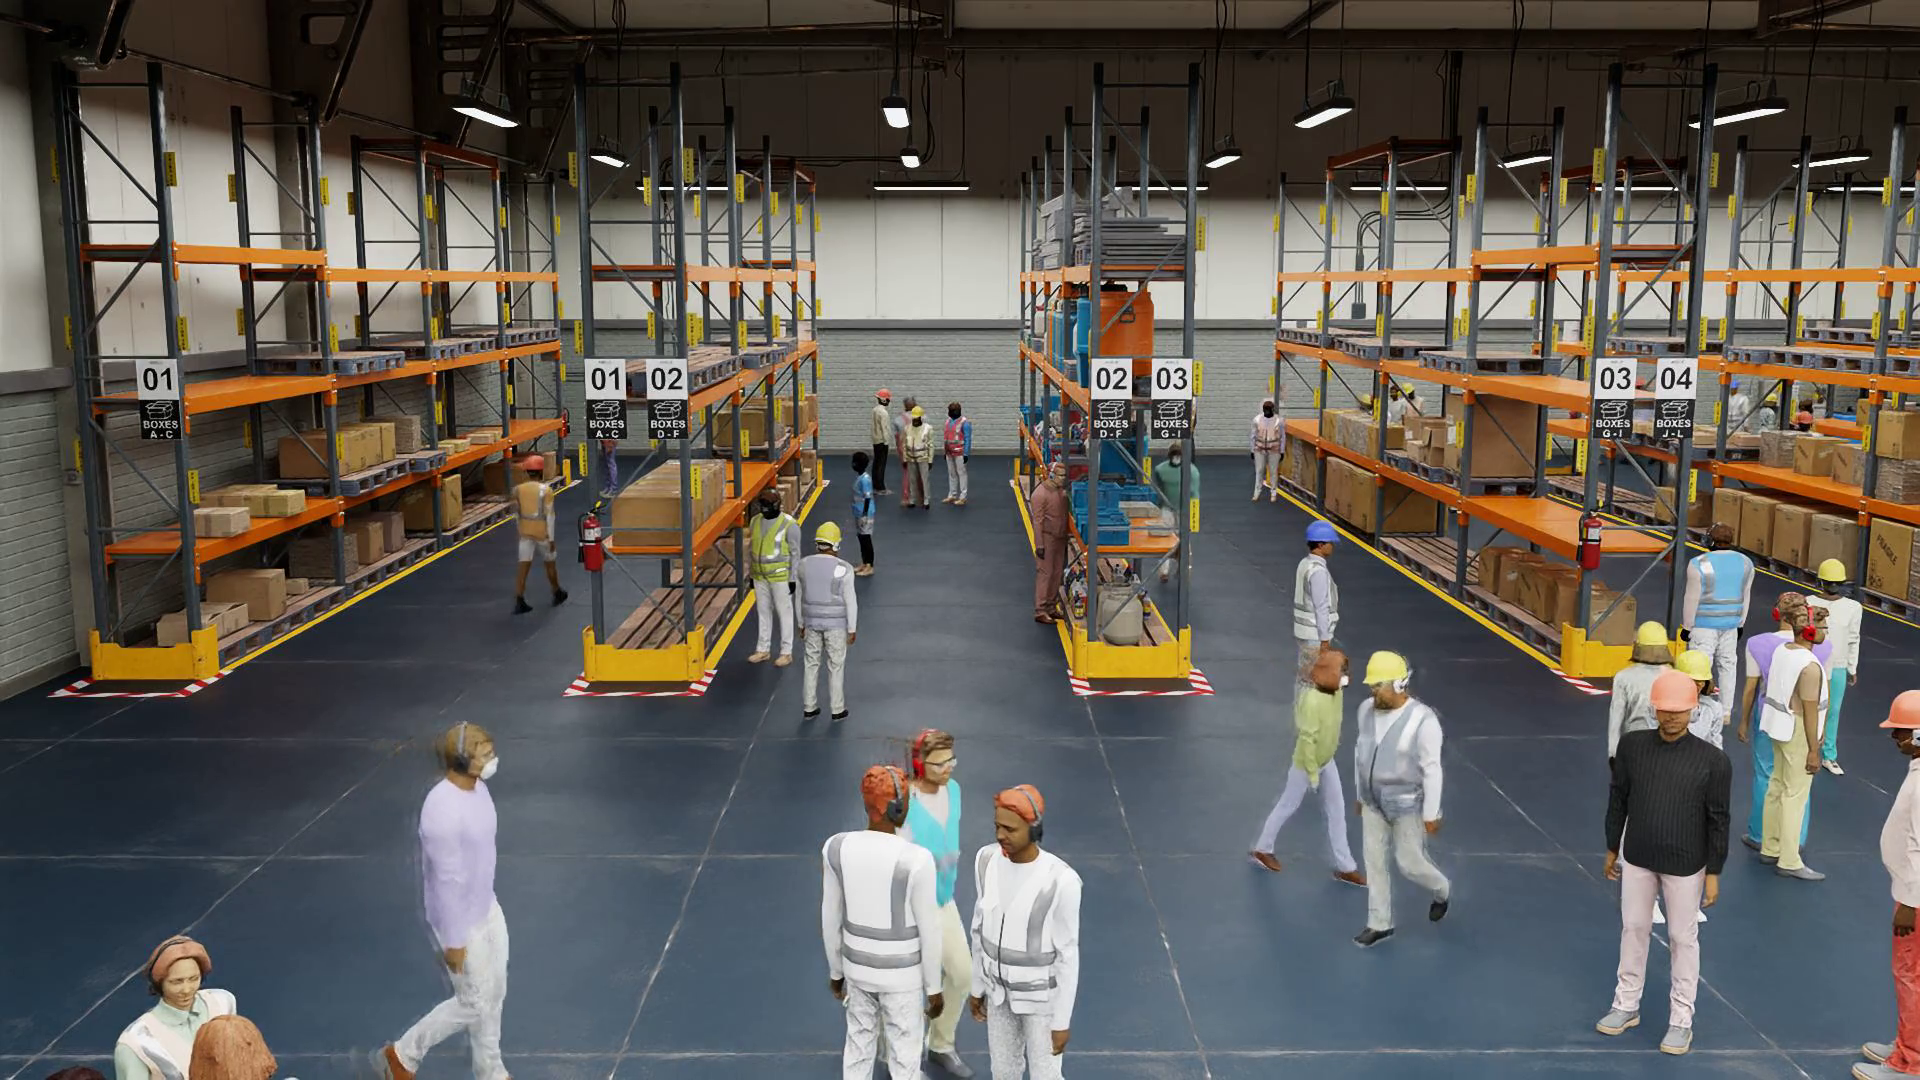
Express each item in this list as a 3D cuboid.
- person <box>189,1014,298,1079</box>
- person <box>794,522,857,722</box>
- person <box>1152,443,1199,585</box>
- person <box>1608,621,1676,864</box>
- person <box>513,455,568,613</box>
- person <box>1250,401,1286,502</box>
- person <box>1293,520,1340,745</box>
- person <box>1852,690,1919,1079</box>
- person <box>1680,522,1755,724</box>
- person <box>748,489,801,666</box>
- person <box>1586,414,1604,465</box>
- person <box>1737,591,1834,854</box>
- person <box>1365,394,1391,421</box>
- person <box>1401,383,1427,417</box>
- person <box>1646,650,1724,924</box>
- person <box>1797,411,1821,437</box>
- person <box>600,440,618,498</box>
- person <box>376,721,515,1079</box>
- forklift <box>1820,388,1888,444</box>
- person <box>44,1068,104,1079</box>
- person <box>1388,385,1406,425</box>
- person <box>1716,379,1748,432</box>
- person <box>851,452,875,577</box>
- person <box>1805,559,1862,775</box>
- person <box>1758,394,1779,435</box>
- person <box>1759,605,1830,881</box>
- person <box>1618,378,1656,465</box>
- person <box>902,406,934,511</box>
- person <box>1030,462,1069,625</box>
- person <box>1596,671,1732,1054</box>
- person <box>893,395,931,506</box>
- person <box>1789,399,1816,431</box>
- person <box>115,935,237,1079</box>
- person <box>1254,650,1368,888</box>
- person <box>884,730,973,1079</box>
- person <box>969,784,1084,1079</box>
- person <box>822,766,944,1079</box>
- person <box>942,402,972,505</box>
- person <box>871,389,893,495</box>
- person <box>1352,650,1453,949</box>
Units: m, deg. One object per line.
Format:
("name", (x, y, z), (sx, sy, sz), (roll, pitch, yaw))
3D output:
("person", (-2.320, 2.337, 5.449), (0.289, 1.625, 0.497), (4, 10, 26))
("person", (-1.205, 0.744, 15.066), (0.596, 1.826, 0.403), (3, 9, 18))
("person", (2.825, -0.353, 21.906), (0.655, 1.875, 1.039), (3, 9, 17))
("person", (4.610, 1.399, 11.147), (0.496, 1.722, 0.571), (4, 10, 22))
("person", (-5.145, -0.083, 20.196), (0.575, 1.883, 1.012), (2, 9, 14))
("person", (5.563, -1.603, 30.094), (0.634, 1.841, 0.429), (3, 9, 20))
("person", (3.061, 0.795, 14.319), (0.380, 1.950, 0.605), (0, 9, -3))
("person", (4.735, 1.724, 8.268), (0.411, 1.980, 0.623), (5, 10, 31))
("person", (6.756, 0.755, 14.926), (0.625, 1.844, 0.429), (-2, 9, -10))
("person", (-1.950, 0.386, 17.299), (0.623, 1.844, 0.430), (5, 10, 30))
("person", (13.757, -2.541, 35.961), (0.649, 1.901, 0.399), (-8, 12, -40))
("person", (5.732, 1.274, 11.570), (0.574, 1.843, 0.375), (2, 9, 11))
("person", (7.741, -1.787, 31.013), (0.545, 1.929, 0.387), (1, 9, 3))
("person", (9.458, -2.356, 34.862), (0.633, 1.861, 0.794), (-1, 9, -6))
("person", (4.480, 1.526, 10.315), (0.482, 1.734, 0.332), (0, 9, 0))
("person", (13.631, -1.156, 26.989), (0.547, 1.916, 0.754), (0, 9, -1))
("person", (-6.516, -1.781, 30.743), (0.375, 1.997, 0.612), (-4, 10, -24))
("person", (-2.414, 1.803, 7.942), (0.622, 1.918, 0.640), (0, 9, 1))
("forklift", (20.072, -3.110, 36.462), (1.873, 2.768, 1.129), (0, 9, 0))
("person", (-2.331, 2.333, 4.526), (0.597, 1.918, 0.382), (3, 9, 18))
("person", (8.977, -2.268, 34.339), (0.336, 1.858, 0.503), (-7, 11, -36))
("person", (16.429, -2.474, 35.412), (0.627, 1.927, 0.558), (5, 10, 30))
("person", (-1.315, -0.344, 22.491), (0.319, 1.690, 0.584), (-2, 9, -13))
("person", (6.987, 1.022, 13.451), (0.525, 1.769, 0.309), (1, 9, 9))
("person", (16.307, -2.088, 33.577), (0.321, 1.731, 0.490), (0, 9, 0))
("person", (5.589, 1.342, 11.145), (0.384, 1.842, 0.570), (1, 9, 4))
("person", (14.697, -2.548, 35.960), (0.553, 1.912, 0.811), (-6, 11, -33))
("person", (-0.736, -1.417, 28.967), (0.595, 1.825, 0.404), (4, 10, 23))
("person", (1.081, 0.027, 19.456), (0.400, 1.892, 0.659), (6, 11, 34))
("person", (3.653, 1.653, 8.654), (0.622, 1.993, 0.384), (9, 12, 44))
("person", (-0.829, -1.637, 29.678), (0.732, 2.000, 0.993), (1, 9, 9))
("person", (15.439, -1.663, 30.482), (0.621, 1.845, 0.429), (-5, 10, -31))
("person", (-2.813, 2.234, 6.070), (0.307, 1.636, 0.525), (4, 10, 22))
("person", (2.331, 1.485, 11.054), (0.839, 1.584, 0.506), (8, 12, 43))
("person", (-0.146, 1.816, 8.156), (0.568, 1.827, 0.567), (7, 11, 37))
("person", (0.271, 1.952, 7.101), (0.575, 1.879, 0.354), (8, 12, 43))
("person", (-0.330, 1.915, 7.323), (0.573, 1.885, 0.357), (5, 10, 28))
("person", (-0.075, -1.543, 29.722), (0.429, 1.837, 0.632), (-7, 11, -39))
("person", (-1.452, -1.834, 31.121), (0.400, 1.986, 0.617), (-4, 10, -23))
("person", (2.666, 1.538, 10.030), (0.671, 1.800, 0.613), (-7, 11, -37))
